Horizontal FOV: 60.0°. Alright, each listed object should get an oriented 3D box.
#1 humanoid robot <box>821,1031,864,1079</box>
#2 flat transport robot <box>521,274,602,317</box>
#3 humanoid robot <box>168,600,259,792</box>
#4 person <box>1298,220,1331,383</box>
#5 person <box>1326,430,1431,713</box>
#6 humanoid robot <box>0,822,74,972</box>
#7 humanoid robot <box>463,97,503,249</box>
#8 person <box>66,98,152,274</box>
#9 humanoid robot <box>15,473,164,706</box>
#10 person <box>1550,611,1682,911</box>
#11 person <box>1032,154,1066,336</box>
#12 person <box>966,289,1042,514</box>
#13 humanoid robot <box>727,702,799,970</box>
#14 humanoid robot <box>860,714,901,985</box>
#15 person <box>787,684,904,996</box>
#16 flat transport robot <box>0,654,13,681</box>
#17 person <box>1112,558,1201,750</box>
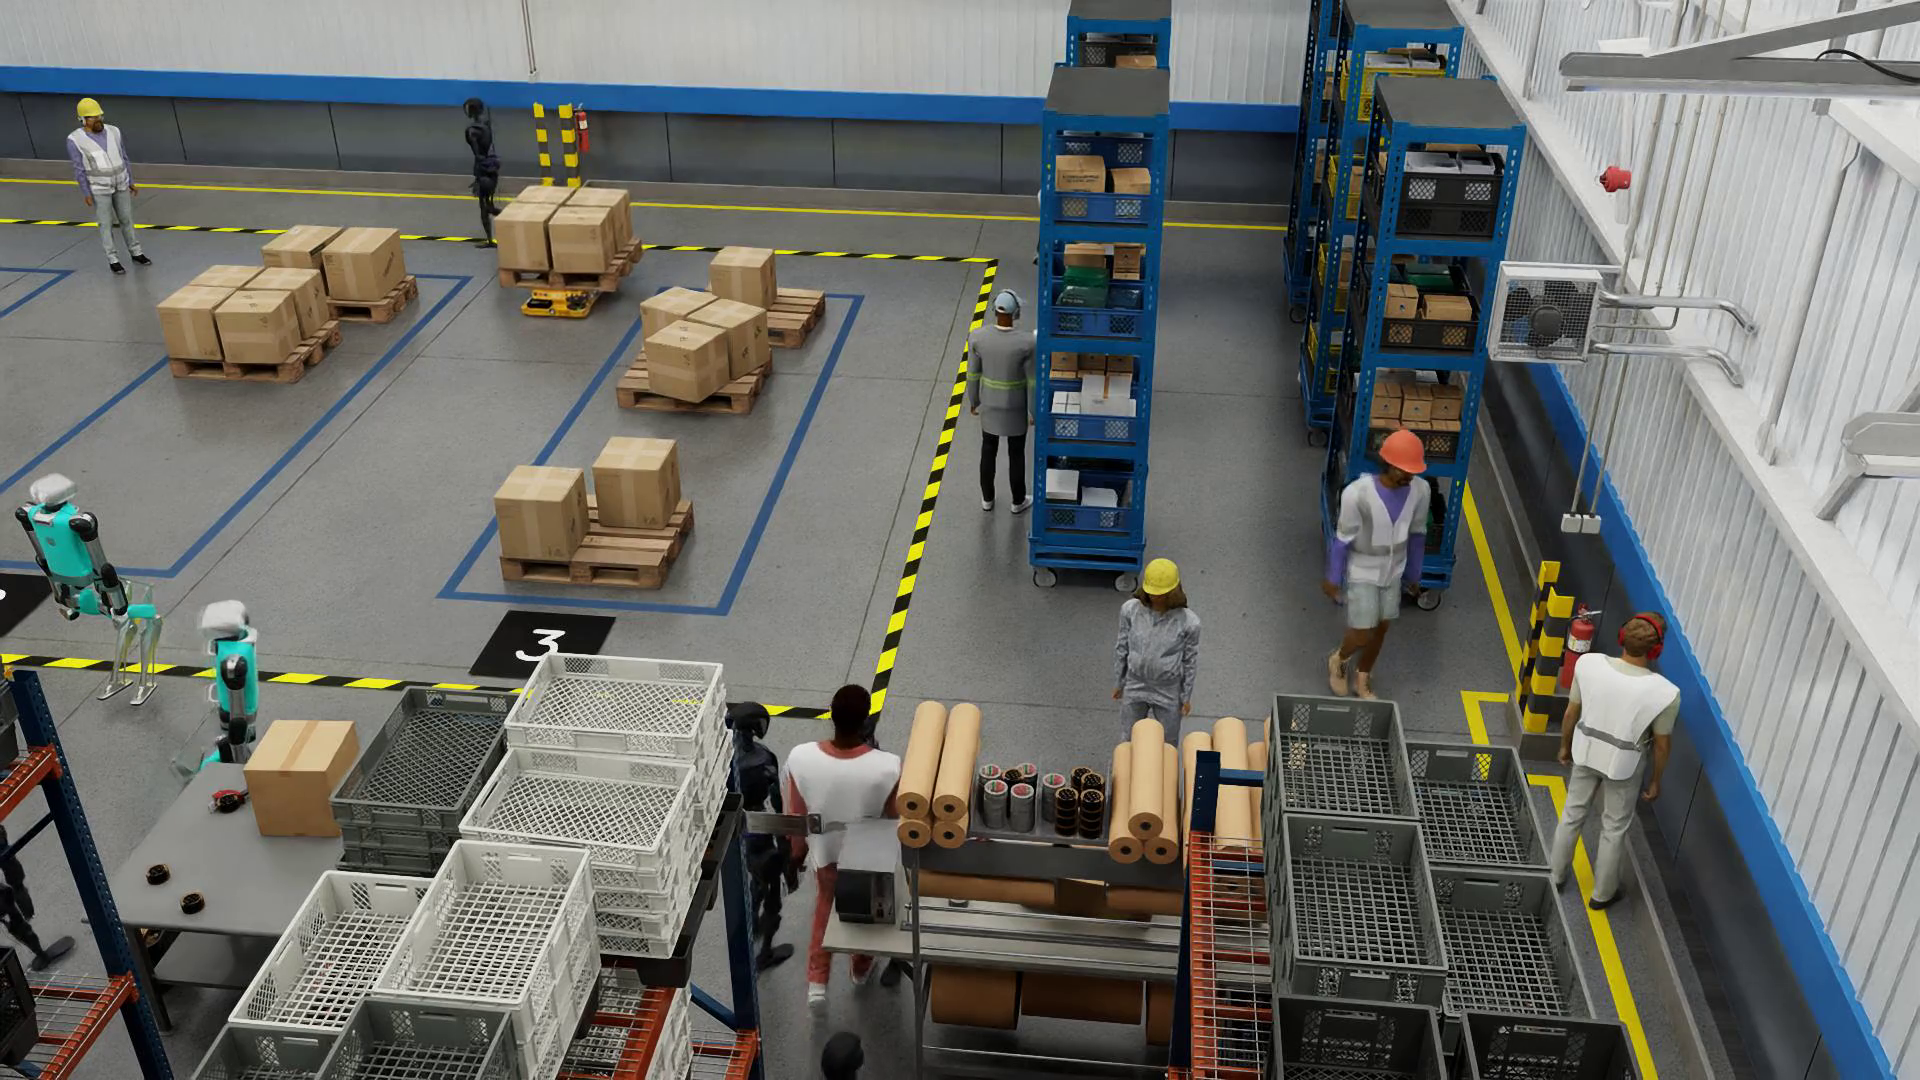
[{"bbox_3d":[-0.437,2.650,6.710,0.601,1.647,0.402,3,30,5],"label":"humanoid robot"},{"bbox_3d":[-4.006,-2.680,17.248,0.652,0.197,1.431,3,30,6],"label":"flat transport robot"},{"bbox_3d":[-4.160,1.207,9.256,0.776,1.899,0.571,-9,31,-16],"label":"humanoid robot"},{"bbox_3d":[3.328,-2.282,15.000,0.328,1.873,0.517,26,39,37],"label":"person"},{"bbox_3d":[2.663,0.218,10.561,0.638,2.024,0.438,-9,31,-16],"label":"person"},{"bbox_3d":[-5.005,1.710,8.394,0.622,1.619,0.805,8,31,14],"label":"humanoid robot"},{"bbox_3d":[-5.114,-3.994,18.146,0.531,1.643,0.604,-2,30,-4],"label":"humanoid robot"},{"bbox_3d":[-8.979,-3.741,17.539,0.404,1.837,0.589,20,35,30],"label":"person"},{"bbox_3d":[-5.441,0.261,10.636,0.533,1.673,0.735,8,31,14],"label":"humanoid robot"},{"bbox_3d":[3.521,1.211,9.025,0.568,1.842,0.373,23,37,34],"label":"person"},{"bbox_3d":[0.925,-2.817,15.922,0.530,1.868,0.309,-19,35,-30],"label":"person"},{"bbox_3d":[0.350,-1.080,12.955,0.590,1.851,0.401,9,31,15],"label":"person"},{"bbox_3d":[-1.039,1.523,8.647,0.362,1.649,0.615,-23,37,-34],"label":"humanoid robot"},{"bbox_3d":[-0.432,1.551,8.616,0.590,1.647,0.374,19,35,30],"label":"humanoid robot"},{"bbox_3d":[-0.560,1.564,8.375,0.602,1.892,0.561,6,31,10],"label":"person"},{"bbox_3d":[-7.142,0.969,11.010,1.431,0.231,0.659,3,30,6],"label":"flat transport robot"},{"bbox_3d":[1.129,0.866,9.718,0.484,1.744,0.294,10,32,16],"label":"person"}]
